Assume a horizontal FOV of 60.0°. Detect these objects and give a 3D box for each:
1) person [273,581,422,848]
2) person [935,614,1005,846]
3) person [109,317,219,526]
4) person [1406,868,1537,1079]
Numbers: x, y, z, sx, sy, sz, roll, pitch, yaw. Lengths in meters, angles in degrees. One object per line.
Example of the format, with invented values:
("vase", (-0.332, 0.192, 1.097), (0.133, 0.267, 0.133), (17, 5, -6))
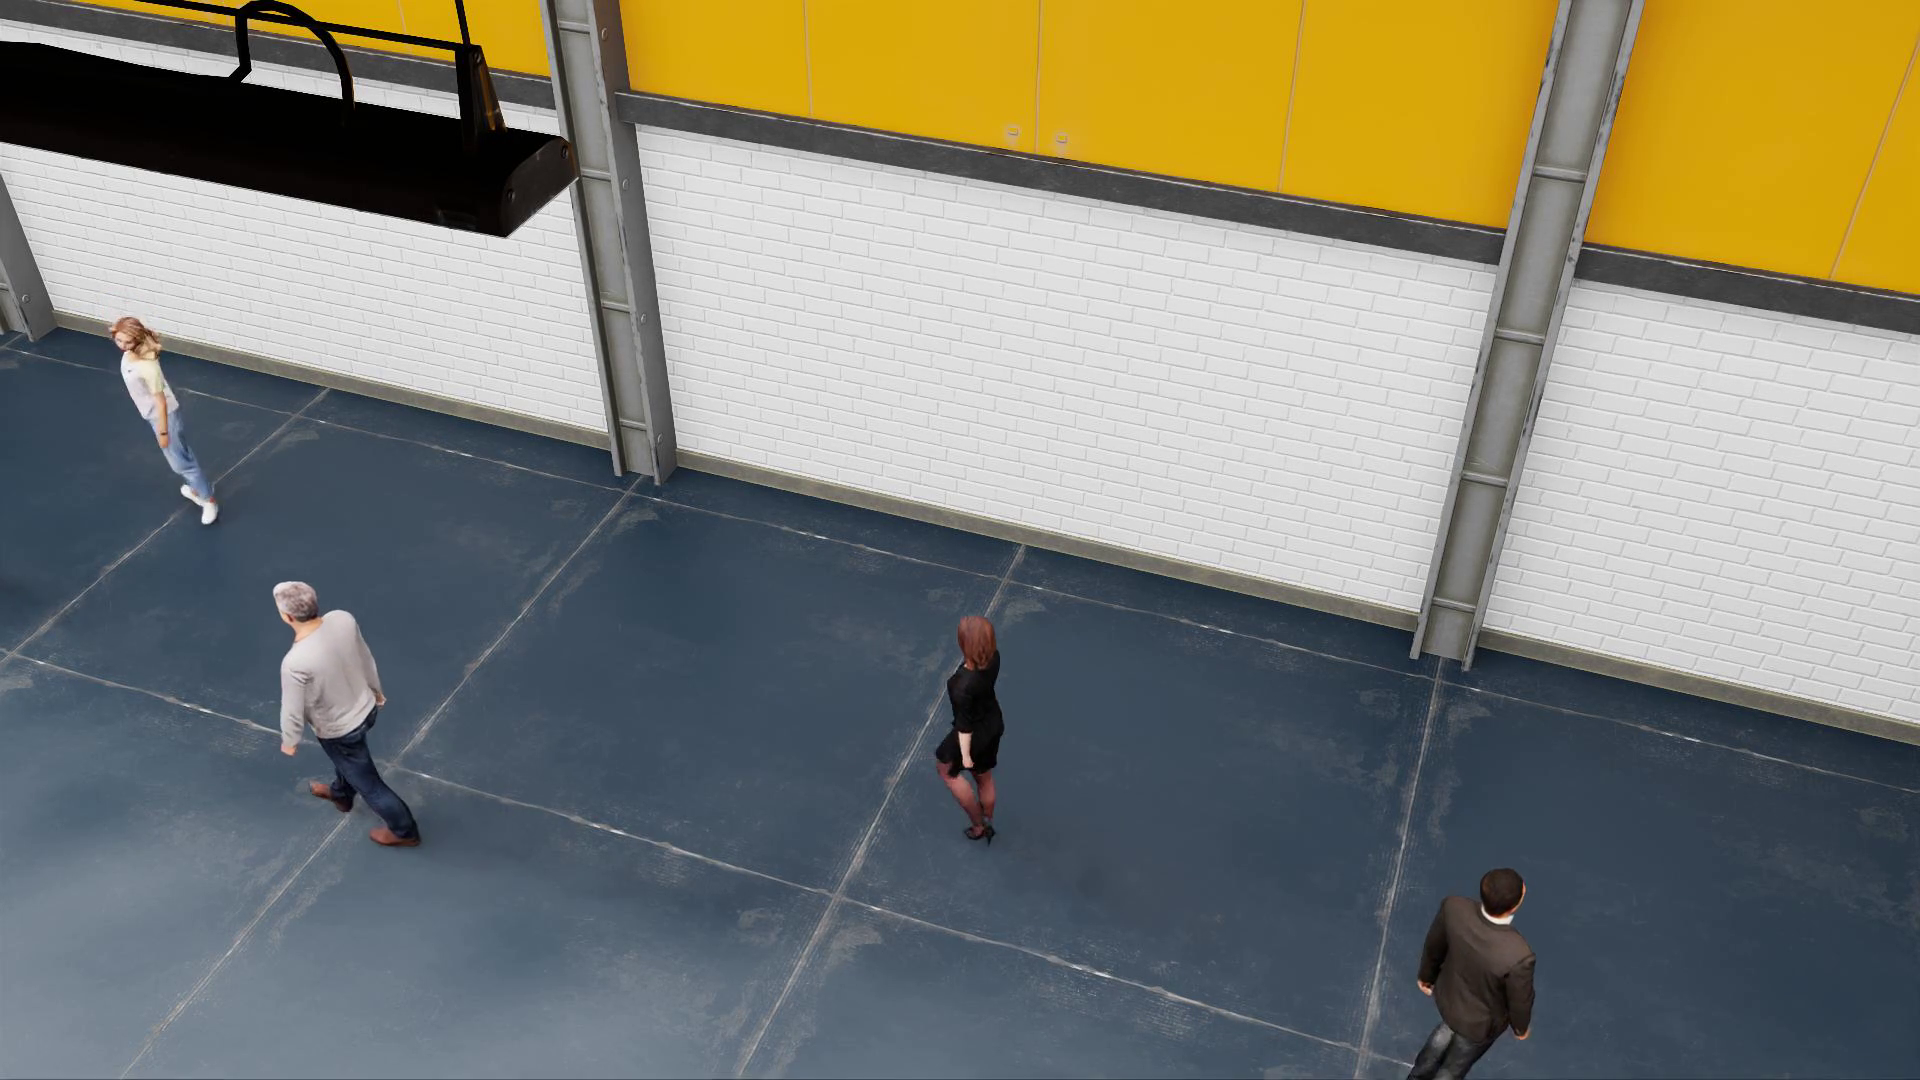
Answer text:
("person", (-3.361, 1.030, 9.277), (1.082, 1.877, 0.810), (8, 39, 9))
("person", (0.161, 1.120, 9.311), (0.663, 1.695, 0.651), (22, 44, 25))
("person", (-5.672, -0.922, 11.858), (0.848, 1.707, 0.742), (-11, 40, -14))
("person", (2.365, 2.212, 7.864), (0.873, 1.794, 0.798), (-21, 43, -24))
